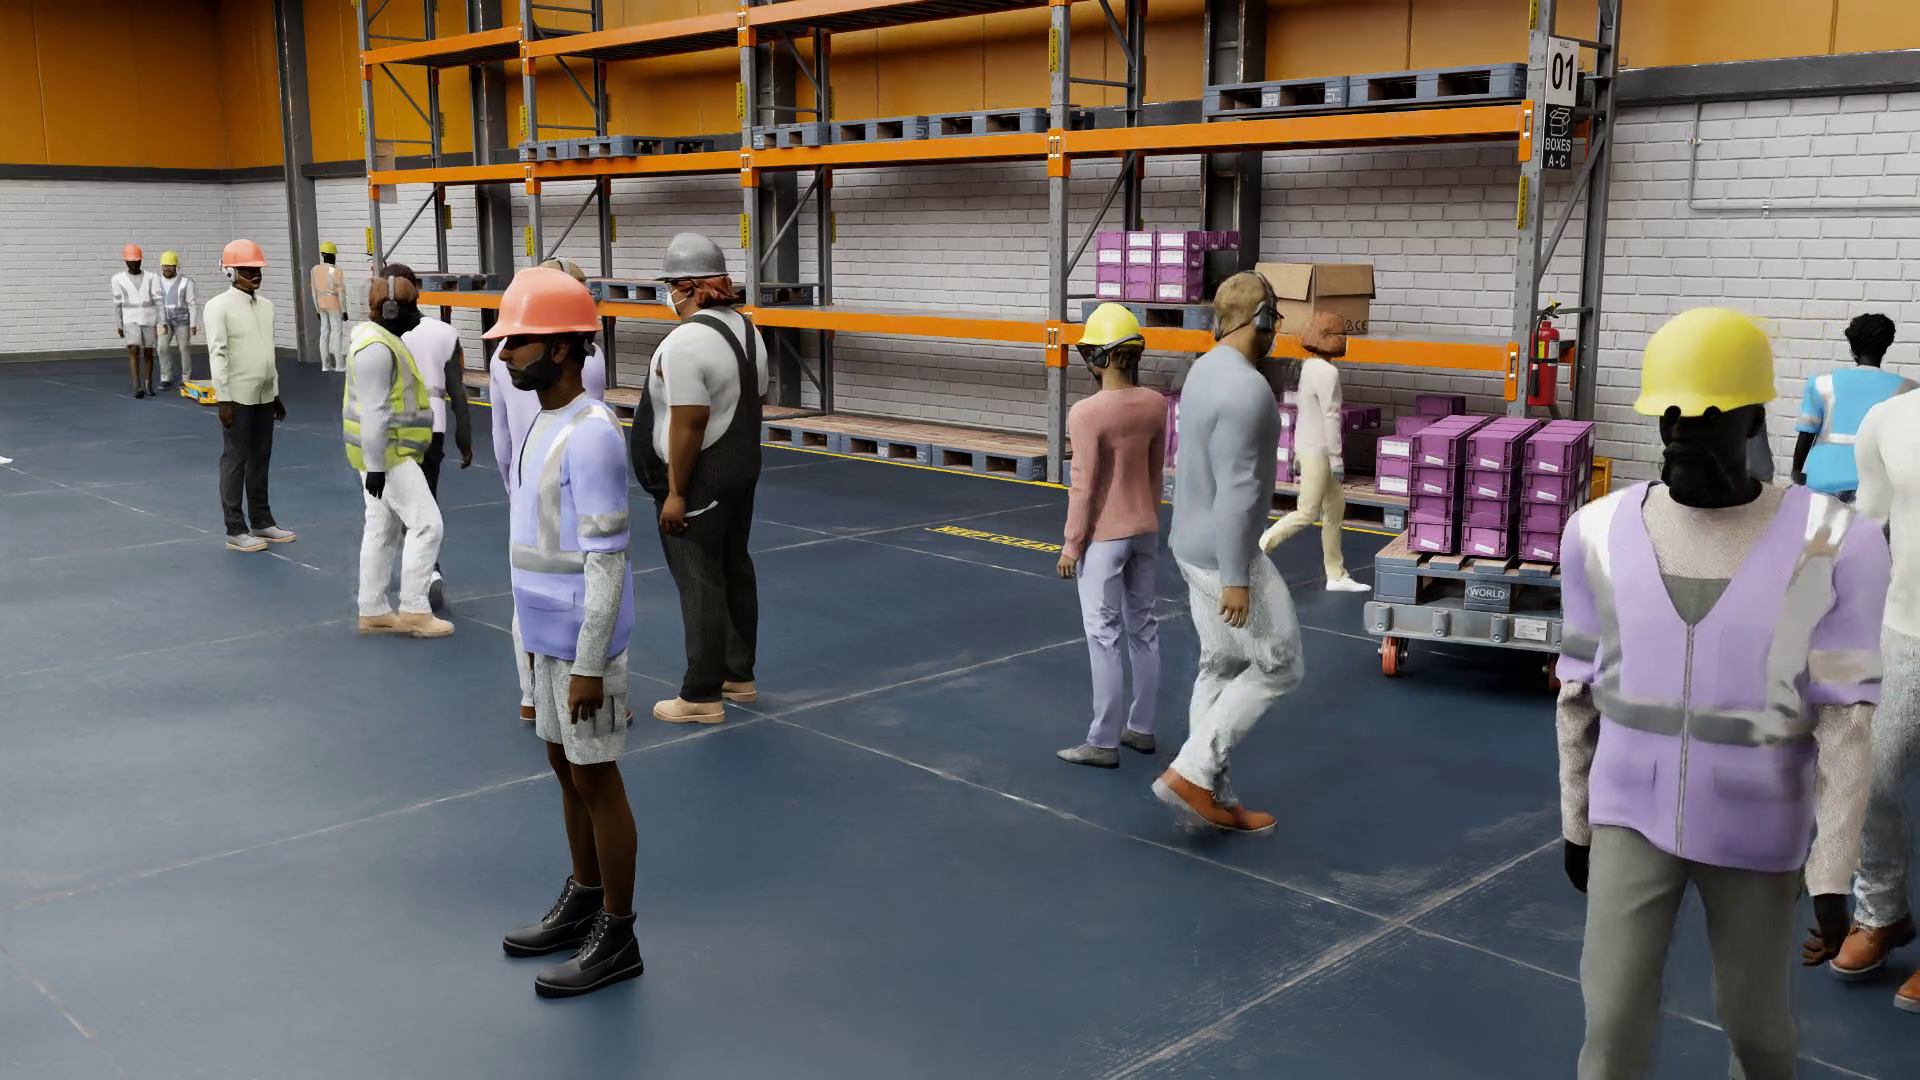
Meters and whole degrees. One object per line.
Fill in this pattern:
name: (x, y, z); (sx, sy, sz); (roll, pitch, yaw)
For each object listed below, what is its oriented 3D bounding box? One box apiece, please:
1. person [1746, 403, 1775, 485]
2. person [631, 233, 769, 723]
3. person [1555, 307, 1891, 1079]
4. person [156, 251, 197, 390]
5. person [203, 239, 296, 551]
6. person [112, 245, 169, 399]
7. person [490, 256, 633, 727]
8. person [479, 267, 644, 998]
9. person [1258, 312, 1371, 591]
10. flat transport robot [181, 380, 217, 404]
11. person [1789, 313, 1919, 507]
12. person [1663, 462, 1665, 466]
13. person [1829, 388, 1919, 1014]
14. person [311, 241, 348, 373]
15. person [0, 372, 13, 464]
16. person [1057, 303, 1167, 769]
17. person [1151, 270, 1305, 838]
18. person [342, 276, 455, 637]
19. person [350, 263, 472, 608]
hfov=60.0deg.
person: (3.962, -0.324, 8.588); (0.876, 1.574, 0.512); (8, 13, 37)
person: (-1.110, -0.264, 6.985); (0.539, 2.000, 0.689); (3, 11, 18)
person: (1.420, 0.504, 3.181); (0.585, 1.900, 0.885); (7, 13, 35)
person: (-10.272, -2.844, 21.675); (0.616, 1.803, 0.765); (-1, 10, -4)
person: (-4.597, -0.937, 10.778); (0.391, 1.995, 0.613); (3, 11, 14)
person: (-10.191, -2.707, 20.717); (0.568, 1.891, 0.957); (-7, 12, -33)
person: (-1.631, -0.172, 6.762); (0.635, 1.936, 0.353); (8, 13, 37)
person: (-1.063, 0.249, 4.467); (0.361, 1.938, 0.545); (-6, 12, -29)
person: (1.940, -0.476, 9.345); (0.753, 1.607, 0.498); (0, 10, 2)
flat transport robot: (-9.043, -1.828, 20.339); (0.652, 0.197, 1.431); (-7, 13, -35)
person: (4.316, -0.262, 8.030); (0.539, 1.636, 0.831); (7, 13, 35)
person: (4.239, -0.498, 9.508); (0.873, 1.578, 0.494); (0, 10, 2)
person: (2.560, 0.295, 4.277); (0.442, 1.924, 0.629); (-9, 14, -41)
person: (-9.284, -3.430, 24.561); (0.588, 1.927, 0.370); (4, 11, 22)
person: (-8.613, -1.567, 14.561); (0.310, 1.869, 0.532); (0, 10, 2)
person: (0.575, -0.012, 6.355); (0.524, 1.770, 0.315); (-10, 14, -44)
person: (0.919, 0.072, 5.517); (0.444, 1.905, 0.657); (0, 10, -2)
person: (-2.801, -0.409, 8.382); (0.635, 1.815, 0.648); (-3, 11, -14)
person: (-2.997, -0.581, 9.158); (0.598, 1.882, 0.910); (-7, 13, -35)
